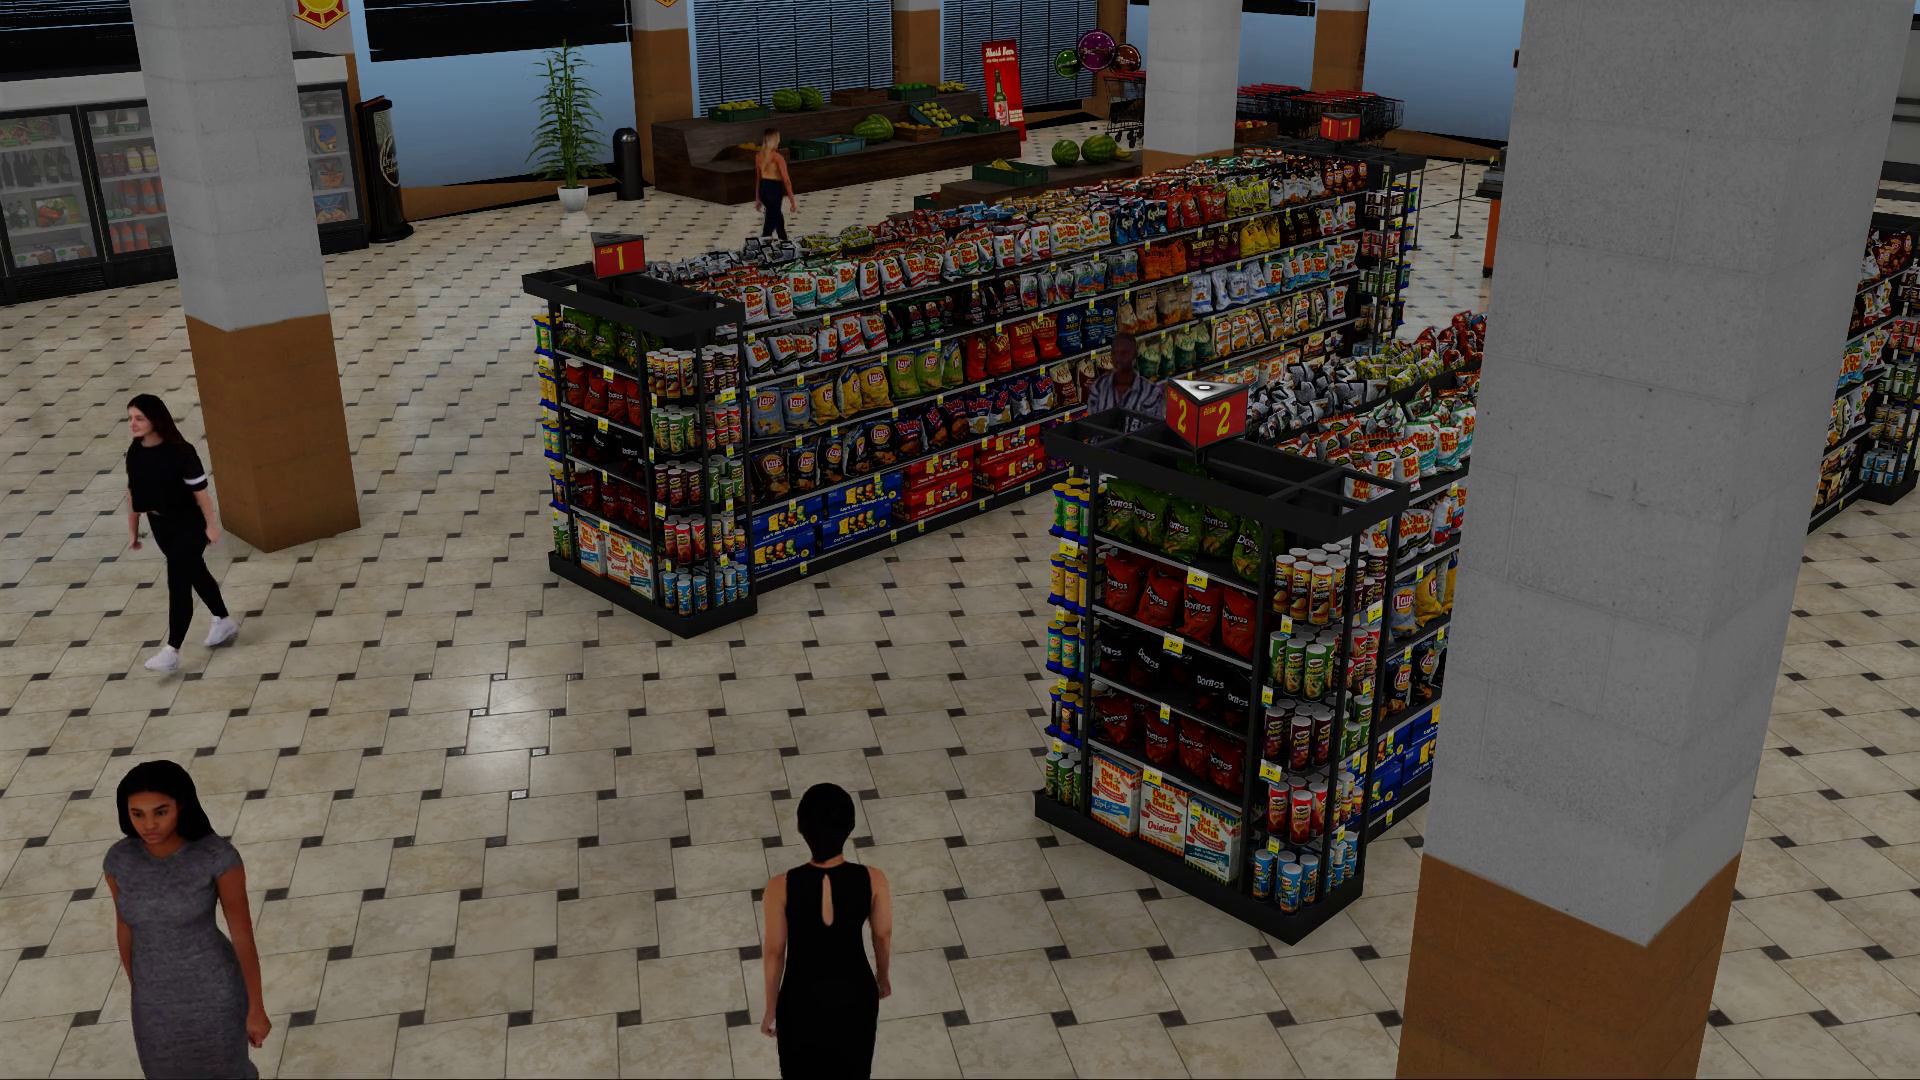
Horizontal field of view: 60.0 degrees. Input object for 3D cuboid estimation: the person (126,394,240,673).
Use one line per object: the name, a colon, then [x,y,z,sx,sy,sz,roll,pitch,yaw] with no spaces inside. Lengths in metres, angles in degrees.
person: [-4.490,-0.091,9.670,0.928,1.608,1.101,5,23,13]

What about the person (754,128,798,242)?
person: [-2.220,-3.890,19.151,0.673,1.588,1.118,16,27,34]

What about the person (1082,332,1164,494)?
person: [1.010,-0.440,10.300,0.742,1.786,0.772,10,24,24]

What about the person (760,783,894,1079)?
person: [-0.433,1.591,5.517,0.791,1.583,0.849,-4,22,-10]

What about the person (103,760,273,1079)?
person: [-2.506,1.499,5.523,0.984,1.750,0.992,-3,22,-7]
